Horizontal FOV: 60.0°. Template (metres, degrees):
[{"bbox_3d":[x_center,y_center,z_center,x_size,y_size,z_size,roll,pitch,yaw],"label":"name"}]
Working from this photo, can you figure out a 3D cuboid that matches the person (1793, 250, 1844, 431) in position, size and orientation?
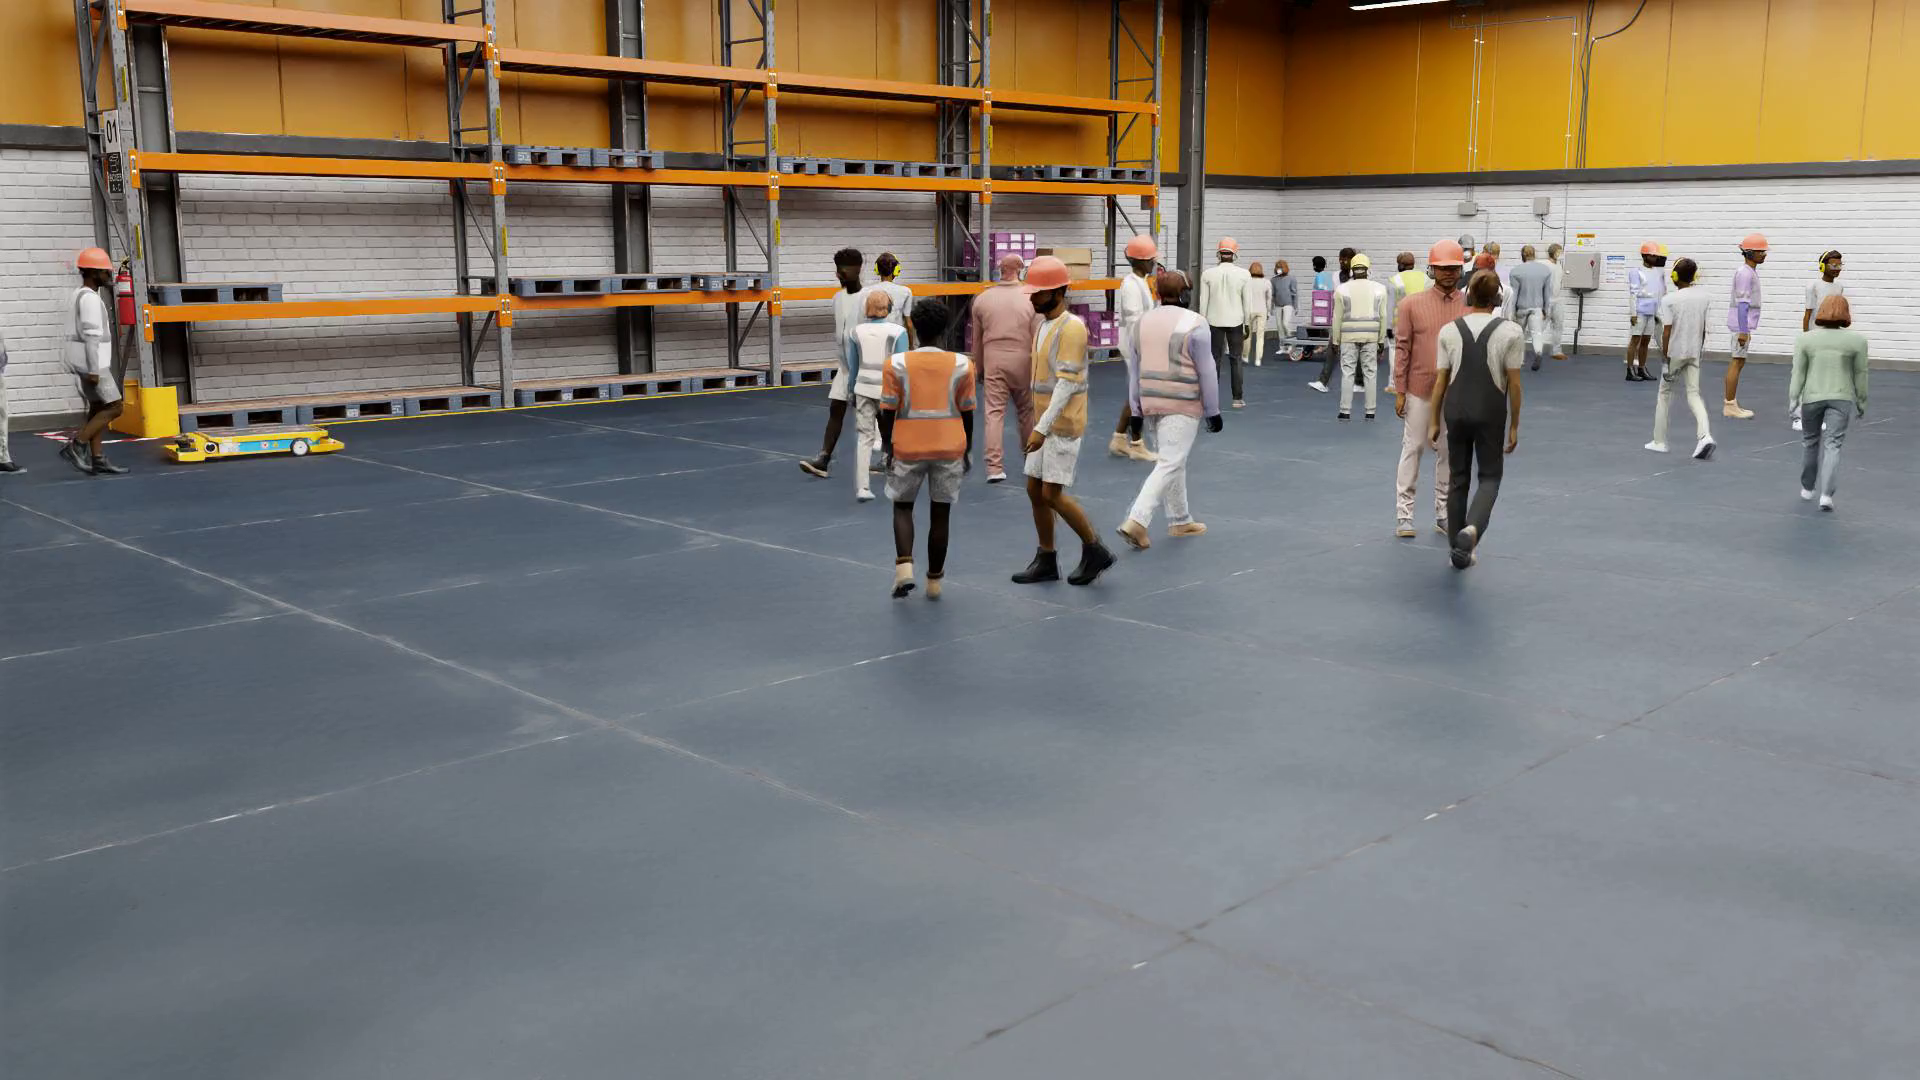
[{"bbox_3d":[8.929,-2.052,17.230,0.528,1.860,0.313,-5,11,-23],"label":"person"}]

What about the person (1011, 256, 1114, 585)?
[{"bbox_3d":[0.600,-0.662,9.523,0.586,1.908,0.552,-4,11,-20],"label":"person"}]

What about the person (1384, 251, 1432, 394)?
[{"bbox_3d":[5.690,-2.739,21.083,0.637,1.820,0.669,-3,11,-15],"label":"person"}]

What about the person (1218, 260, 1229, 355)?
[{"bbox_3d":[4.458,-3.951,28.256,0.516,1.603,0.790,-2,11,-9],"label":"person"}]

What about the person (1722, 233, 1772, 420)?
[{"bbox_3d":[8.705,-2.361,18.413,0.396,2.044,0.609,5,12,26],"label":"person"}]

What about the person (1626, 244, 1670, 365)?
[{"bbox_3d":[10.798,-3.612,25.688,0.971,1.880,0.592,8,13,37],"label":"person"}]

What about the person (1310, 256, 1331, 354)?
[{"bbox_3d":[6.151,-3.990,28.303,0.423,1.664,0.568,5,12,26],"label":"person"}]

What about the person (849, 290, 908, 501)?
[{"bbox_3d":[-0.607,-1.111,12.774,0.539,1.604,0.709,4,11,22],"label":"person"}]

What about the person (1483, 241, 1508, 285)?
[{"bbox_3d":[7.210,-3.071,22.572,0.355,1.936,0.635,8,13,37],"label":"person"}]

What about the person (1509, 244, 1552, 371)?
[{"bbox_3d":[8.474,-3.444,24.734,0.628,1.894,0.919,1,10,3],"label":"person"}]

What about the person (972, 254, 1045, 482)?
[{"bbox_3d":[0.438,-1.440,13.882,0.676,1.852,0.976,3,11,18],"label":"person"}]

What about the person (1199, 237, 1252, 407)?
[{"bbox_3d":[3.133,-2.561,19.634,0.612,1.994,0.395,2,11,13],"label":"person"}]

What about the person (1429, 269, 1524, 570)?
[{"bbox_3d":[3.036,-0.689,9.885,0.534,1.830,0.624,6,12,30],"label":"person"}]

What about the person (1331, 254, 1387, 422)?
[{"bbox_3d":[4.332,-2.190,18.087,0.588,1.822,0.403,0,10,3],"label":"person"}]

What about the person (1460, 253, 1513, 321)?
[{"bbox_3d":[5.181,-1.922,16.588,0.592,1.834,0.962,-1,10,-5],"label":"person"}]

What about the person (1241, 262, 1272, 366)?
[{"bbox_3d":[4.614,-3.531,26.013,0.500,1.590,0.852,0,10,2],"label":"person"}]

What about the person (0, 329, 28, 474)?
[{"bbox_3d":[-8.287,-1.430,13.960,0.578,1.814,0.599,-1,10,-5],"label":"person"}]

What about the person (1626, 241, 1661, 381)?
[{"bbox_3d":[9.538,-3.176,23.141,0.545,1.938,0.356,-6,12,-29],"label":"person"}]

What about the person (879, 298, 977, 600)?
[{"bbox_3d":[-0.172,-0.483,9.162,0.543,1.684,0.351,-1,10,-4],"label":"person"}]

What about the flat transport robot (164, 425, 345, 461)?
[{"bbox_3d":[-6.494,-0.906,15.312,1.431,0.197,0.652,-7,13,-35],"label":"flat transport robot"}]

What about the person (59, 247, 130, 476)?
[{"bbox_3d":[-7.247,-1.471,13.902,0.495,1.924,0.557,-8,13,-36],"label":"person"}]

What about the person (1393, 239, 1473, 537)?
[{"bbox_3d":[3.215,-1.008,11.165,0.613,1.995,0.391,0,10,0],"label":"person"}]

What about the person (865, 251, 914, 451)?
[{"bbox_3d":[-0.684,-1.772,15.674,0.536,1.869,0.312,0,10,2],"label":"person"}]

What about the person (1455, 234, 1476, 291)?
[{"bbox_3d":[6.969,-3.215,23.076,0.688,2.000,0.539,3,11,18],"label":"person"}]

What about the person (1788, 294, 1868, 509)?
[{"bbox_3d":[6.501,-1.043,12.465,0.513,1.590,0.833,6,12,31],"label":"person"}]

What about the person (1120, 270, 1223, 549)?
[{"bbox_3d":[1.343,-0.855,10.864,0.903,1.809,0.625,-8,13,-36],"label":"person"}]

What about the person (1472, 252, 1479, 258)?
[{"bbox_3d":[7.627,-3.386,24.756,0.523,1.769,0.317,10,14,44],"label":"person"}]

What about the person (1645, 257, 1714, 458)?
[{"bbox_3d":[6.665,-1.676,15.274,0.514,1.836,0.933,-1,10,-5],"label":"person"}]

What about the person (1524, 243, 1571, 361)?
[{"bbox_3d":[9.476,-3.857,26.972,0.639,1.909,0.885,-9,14,-40],"label":"person"}]

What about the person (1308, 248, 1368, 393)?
[{"bbox_3d":[4.886,-2.792,21.266,0.962,1.855,0.665,-7,12,-32],"label":"person"}]

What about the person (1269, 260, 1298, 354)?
[{"bbox_3d":[5.496,-3.947,28.265,0.513,1.601,0.446,8,13,37],"label":"person"}]

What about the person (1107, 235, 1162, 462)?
[{"bbox_3d":[1.585,-1.705,14.951,0.517,2.018,0.676,2,11,10],"label":"person"}]

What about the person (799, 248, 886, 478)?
[{"bbox_3d":[-0.897,-1.458,13.845,0.614,1.906,1.005,8,13,39],"label":"person"}]
